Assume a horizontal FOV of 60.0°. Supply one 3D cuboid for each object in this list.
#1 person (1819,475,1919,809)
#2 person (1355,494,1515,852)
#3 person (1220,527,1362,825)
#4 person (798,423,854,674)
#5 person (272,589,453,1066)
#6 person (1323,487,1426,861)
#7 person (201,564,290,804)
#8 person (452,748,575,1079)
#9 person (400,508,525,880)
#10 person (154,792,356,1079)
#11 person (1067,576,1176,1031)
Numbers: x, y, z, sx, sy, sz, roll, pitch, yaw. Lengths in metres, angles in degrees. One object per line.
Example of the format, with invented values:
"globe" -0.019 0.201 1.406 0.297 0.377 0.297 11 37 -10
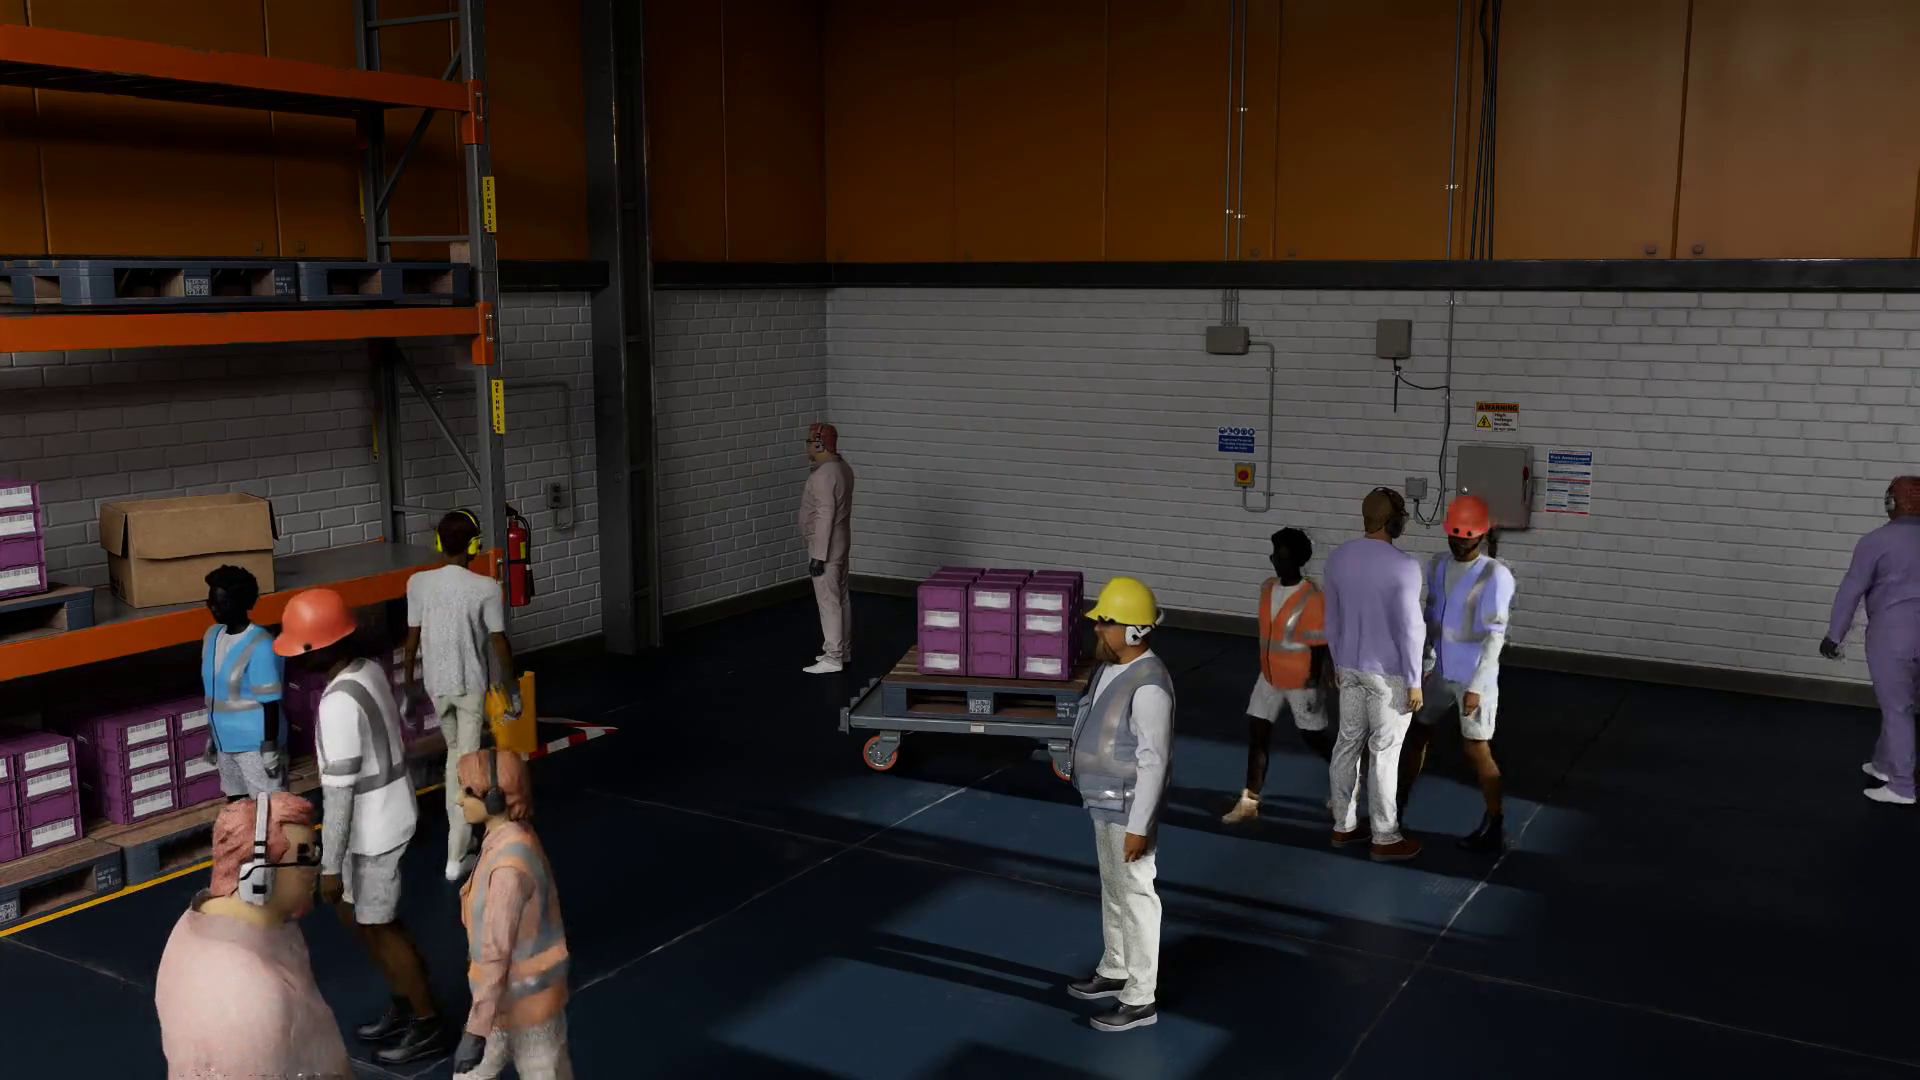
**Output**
"person" 5.390 0.558 9.642 0.681 1.865 0.801 -1 9 -9
"person" 2.533 0.691 8.742 0.756 1.899 0.743 -3 10 -18
"person" 1.876 0.740 9.196 0.831 1.670 0.540 -5 10 -30
"person" -1.028 0.061 12.658 0.403 1.906 0.652 2 9 11
"person" -2.228 1.092 6.257 0.582 1.890 0.560 -2 9 -13
"person" 2.156 0.688 8.644 0.370 1.941 0.627 -6 11 -33
"person" -3.345 0.947 7.798 0.537 1.695 0.320 7 11 36
"person" -1.452 1.429 5.054 0.794 1.607 0.521 -3 10 -20
"person" -2.512 0.760 8.467 0.562 1.844 0.687 1 9 9
"person" -1.557 1.491 3.811 0.436 1.887 0.640 -7 11 -37
"person" 0.648 1.048 6.719 0.404 1.837 0.587 -2 9 -11
